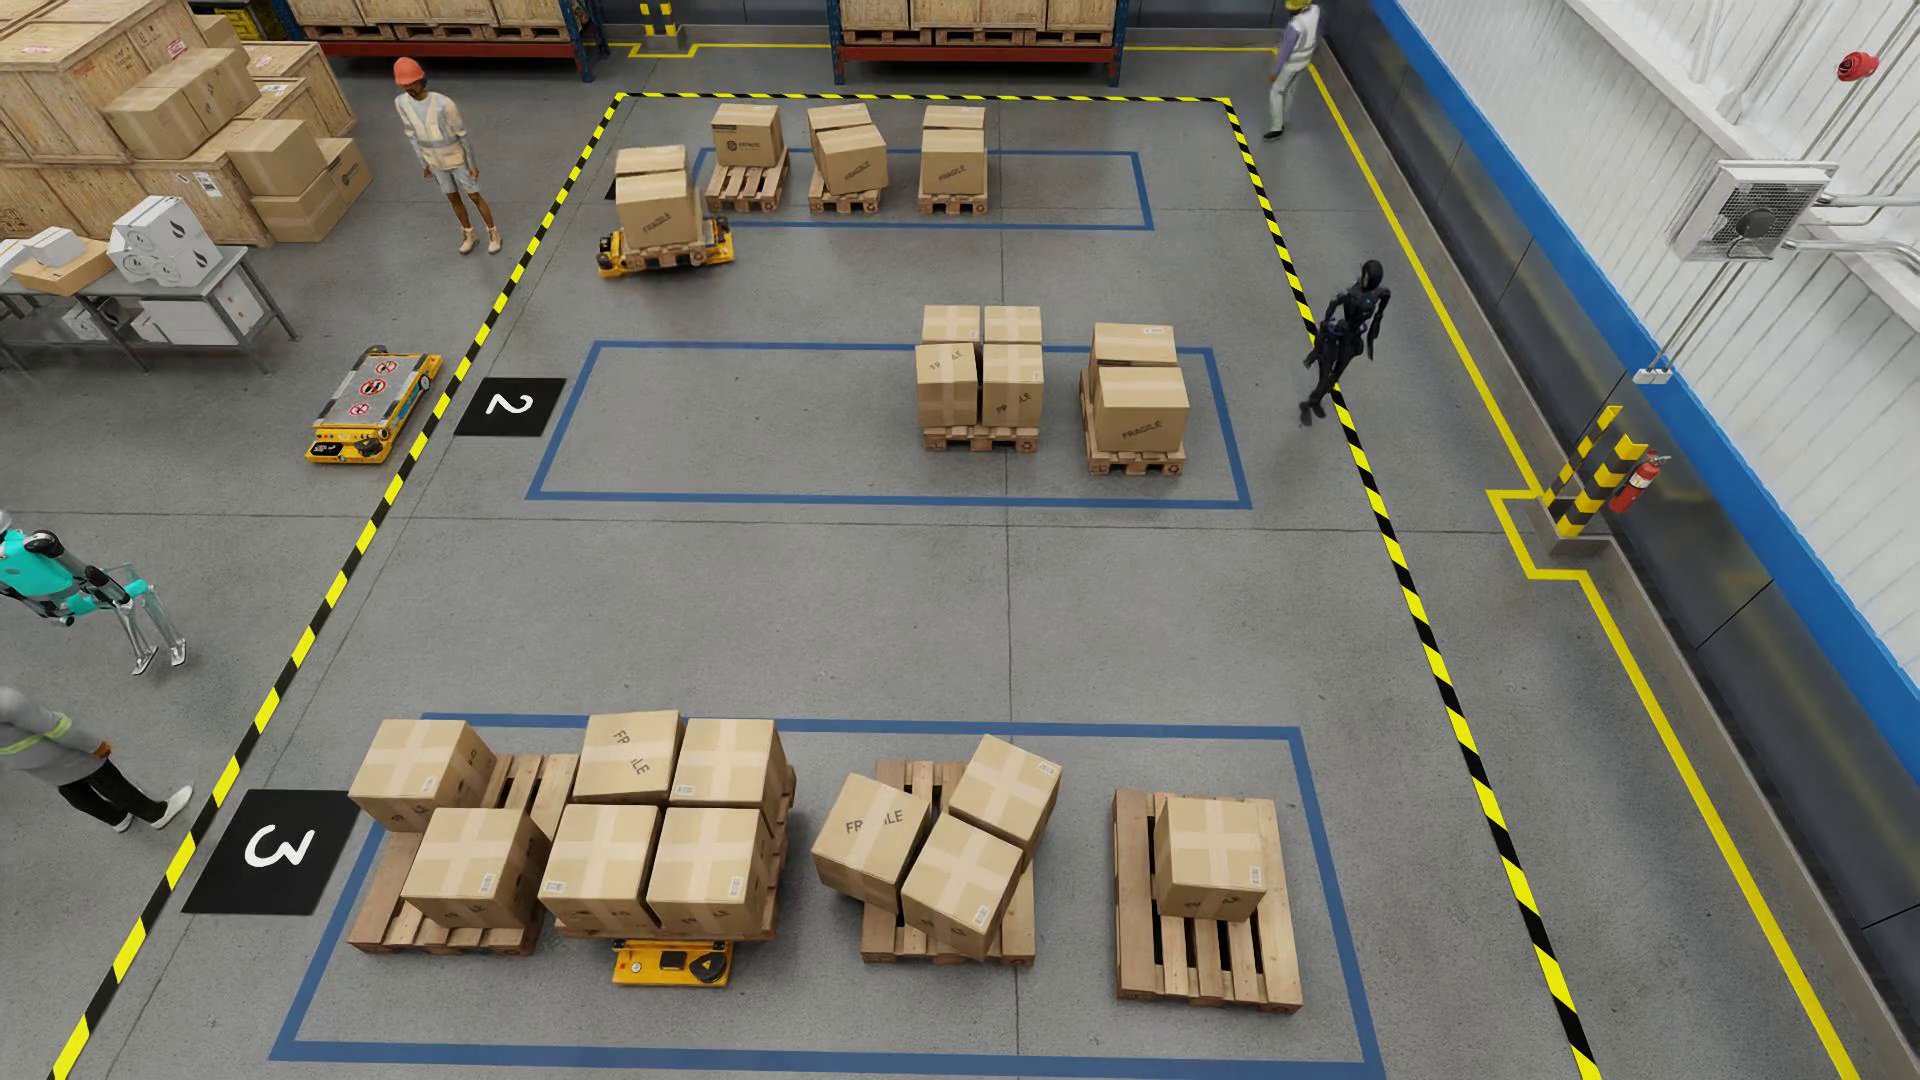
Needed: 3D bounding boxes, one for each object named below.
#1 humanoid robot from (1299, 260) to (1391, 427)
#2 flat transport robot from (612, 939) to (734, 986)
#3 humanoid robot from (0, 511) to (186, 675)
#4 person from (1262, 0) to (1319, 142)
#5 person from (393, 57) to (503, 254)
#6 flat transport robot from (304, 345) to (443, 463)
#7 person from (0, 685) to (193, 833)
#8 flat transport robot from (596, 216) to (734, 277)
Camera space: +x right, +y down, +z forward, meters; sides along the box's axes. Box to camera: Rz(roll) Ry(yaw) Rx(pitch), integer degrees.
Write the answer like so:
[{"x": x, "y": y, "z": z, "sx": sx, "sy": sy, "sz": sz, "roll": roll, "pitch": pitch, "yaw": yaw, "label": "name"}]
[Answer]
[{"x": 3.294, "y": -1.699, "z": 7.886, "sx": 0.608, "sy": 1.644, "sz": 0.376, "roll": -8, "pitch": 50, "yaw": -7, "label": "humanoid robot"}, {"x": -1.659, "y": 1.971, "z": 5.681, "sx": 0.652, "sy": 0.197, "sz": 1.431, "roll": 1, "pitch": 50, "yaw": 1, "label": "flat transport robot"}, {"x": -5.811, "y": 0.252, "z": 6.104, "sx": 0.533, "sy": 1.677, "sz": 0.735, "roll": -11, "pitch": 51, "yaw": -10, "label": "humanoid robot"}, {"x": 4.116, "y": -5.935, "z": 11.405, "sx": 0.406, "sy": 1.780, "sz": 0.668, "roll": 37, "pitch": 59, "yaw": 27, "label": "person"}, {"x": -5.347, "y": -3.951, "z": 9.546, "sx": 0.607, "sy": 2.048, "sz": 0.366, "roll": 0, "pitch": 50, "yaw": 0, "label": "person"}, {"x": -5.383, "y": -1.269, "z": 8.441, "sx": 0.659, "sy": 0.231, "sz": 1.431, "roll": 1, "pitch": 50, "yaw": 1, "label": "flat transport robot"}, {"x": -5.318, "y": 1.170, "z": 5.340, "sx": 0.596, "sy": 1.850, "sz": 0.397, "roll": -1, "pitch": 50, "yaw": -1, "label": "person"}, {"x": -3.244, "y": -3.249, "z": 10.098, "sx": 1.431, "sy": 0.197, "sz": 0.652, "roll": -10, "pitch": 50, "yaw": -8, "label": "flat transport robot"}]
